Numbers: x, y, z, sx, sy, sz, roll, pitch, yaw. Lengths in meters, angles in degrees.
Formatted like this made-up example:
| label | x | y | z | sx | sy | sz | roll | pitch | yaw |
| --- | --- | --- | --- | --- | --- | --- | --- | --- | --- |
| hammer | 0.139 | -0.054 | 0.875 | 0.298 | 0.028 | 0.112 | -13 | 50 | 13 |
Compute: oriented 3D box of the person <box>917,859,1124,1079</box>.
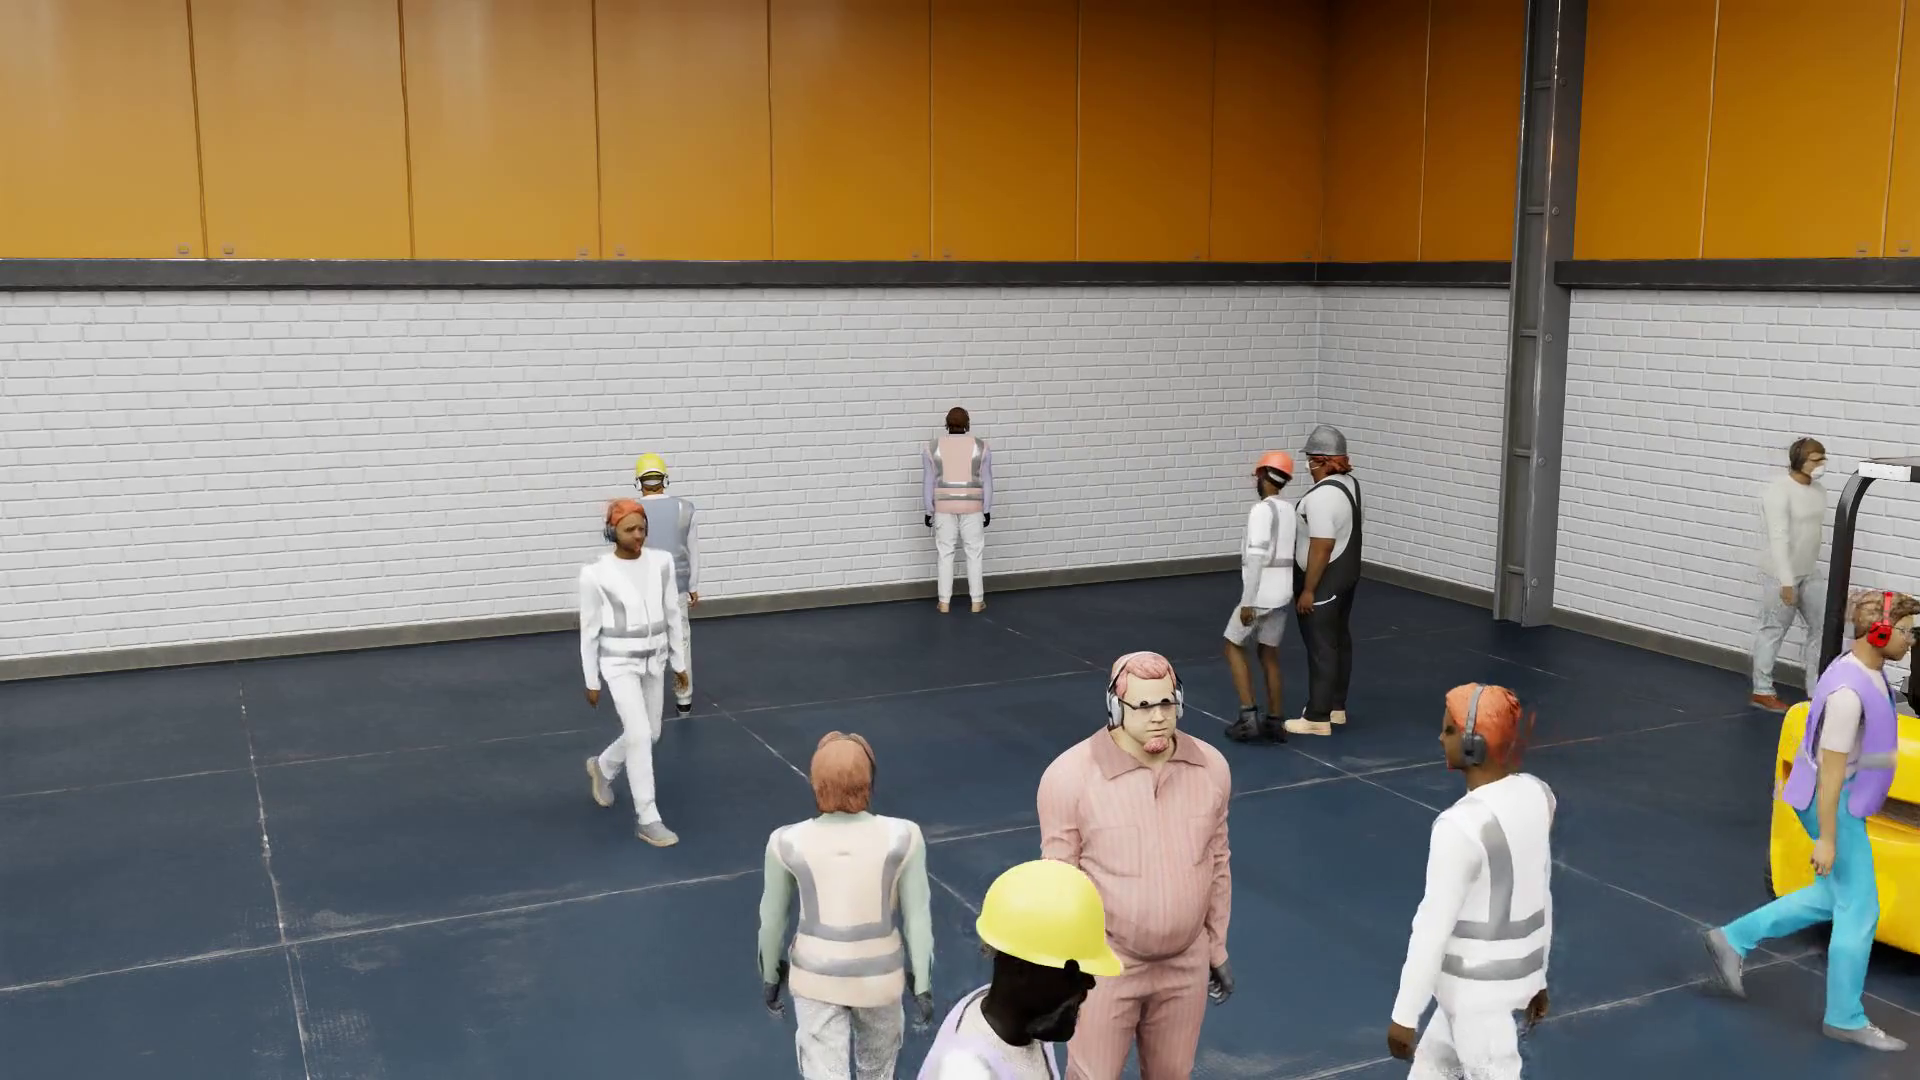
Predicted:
| label | x | y | z | sx | sy | sz | roll | pitch | yaw |
| --- | --- | --- | --- | --- | --- | --- | --- | --- | --- |
| person | 0.086 | 1.556 | 3.342 | 0.435 | 1.896 | 0.622 | 1 | 9 | 8 |

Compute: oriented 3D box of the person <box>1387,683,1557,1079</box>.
| label | x | y | z | sx | sy | sz | roll | pitch | yaw |
| --- | --- | --- | --- | --- | --- | --- | --- | --- | --- |
| person | 1.559 | 1.330 | 4.975 | 1.000 | 1.837 | 0.596 | 8 | 12 | 41 |

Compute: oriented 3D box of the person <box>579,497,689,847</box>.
| label | x | y | z | sx | sy | sz | roll | pitch | yaw |
| --- | --- | --- | --- | --- | --- | --- | --- | --- | --- |
| person | -1.808 | 0.675 | 8.993 | 0.841 | 1.851 | 0.574 | 8 | 12 | 42 |

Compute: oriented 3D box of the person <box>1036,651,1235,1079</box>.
| label | x | y | z | sx | sy | sz | roll | pitch | yaw |
| --- | --- | --- | --- | --- | --- | --- | --- | --- | --- |
| person | 0.554 | 1.275 | 5.077 | 0.646 | 1.908 | 0.408 | -3 | 10 | -20 |

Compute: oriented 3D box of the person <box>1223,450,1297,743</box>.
| label | x | y | z | sx | sy | sz | roll | pitch | yaw |
| --- | --- | --- | --- | --- | --- | --- | --- | --- | --- |
| person | 1.970 | 0.374 | 10.757 | 0.435 | 1.879 | 0.653 | 8 | 12 | 40 |

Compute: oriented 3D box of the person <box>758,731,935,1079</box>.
| label | x | y | z | sx | sy | sz | roll | pitch | yaw |
| --- | --- | --- | --- | --- | --- | --- | --- | --- | --- |
| person | -0.369 | 1.383 | 5.304 | 0.543 | 1.596 | 0.836 | -1 | 9 | -7 |

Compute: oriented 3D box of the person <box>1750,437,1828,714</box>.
| label | x | y | z | sx | sy | sz | roll | pitch | yaw |
| --- | --- | --- | --- | --- | --- | --- | --- | --- | --- |
| person | 5.768 | 0.270 | 11.292 | 0.645 | 1.918 | 0.725 | -5 | 11 | -31 |

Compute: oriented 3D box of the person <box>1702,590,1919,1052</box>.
| label | x | y | z | sx | sy | sz | roll | pitch | yaw |
| --- | --- | --- | --- | --- | --- | --- | --- | --- | --- |
| person | 3.416 | 1.072 | 6.630 | 0.707 | 1.814 | 0.588 | 6 | 11 | 34 |

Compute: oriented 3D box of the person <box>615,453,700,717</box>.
| label | x | y | z | sx | sy | sz | roll | pitch | yaw |
| --- | --- | --- | --- | --- | --- | --- | --- | --- | --- |
| person | -2.053 | 0.319 | 11.269 | 0.586 | 1.822 | 0.403 | -4 | 10 | -23 |

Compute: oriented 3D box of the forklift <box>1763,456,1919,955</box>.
| label | x | y | z | sx | sy | sz | roll | pitch | yaw |
| --- | --- | --- | --- | --- | --- | --- | --- | --- | --- |
| forklift | 4.857 | 0.731 | 7.561 | 2.313 | 2.155 | 1.214 | -4 | 10 | -25 |

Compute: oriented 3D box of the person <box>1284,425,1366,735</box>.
| label | x | y | z | sx | sy | sz | roll | pitch | yaw |
| --- | --- | --- | --- | --- | --- | --- | --- | --- | --- |
| person | 2.358 | 0.255 | 10.985 | 0.535 | 2.000 | 0.673 | 6 | 11 | 32 |

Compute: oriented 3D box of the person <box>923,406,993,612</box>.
| label | x | y | z | sx | sy | sz | roll | pitch | yaw |
| --- | --- | --- | --- | --- | --- | --- | --- | --- | --- |
| person | -0.018 | -0.268 | 14.846 | 0.622 | 1.845 | 0.430 | 0 | 9 | 2 |
